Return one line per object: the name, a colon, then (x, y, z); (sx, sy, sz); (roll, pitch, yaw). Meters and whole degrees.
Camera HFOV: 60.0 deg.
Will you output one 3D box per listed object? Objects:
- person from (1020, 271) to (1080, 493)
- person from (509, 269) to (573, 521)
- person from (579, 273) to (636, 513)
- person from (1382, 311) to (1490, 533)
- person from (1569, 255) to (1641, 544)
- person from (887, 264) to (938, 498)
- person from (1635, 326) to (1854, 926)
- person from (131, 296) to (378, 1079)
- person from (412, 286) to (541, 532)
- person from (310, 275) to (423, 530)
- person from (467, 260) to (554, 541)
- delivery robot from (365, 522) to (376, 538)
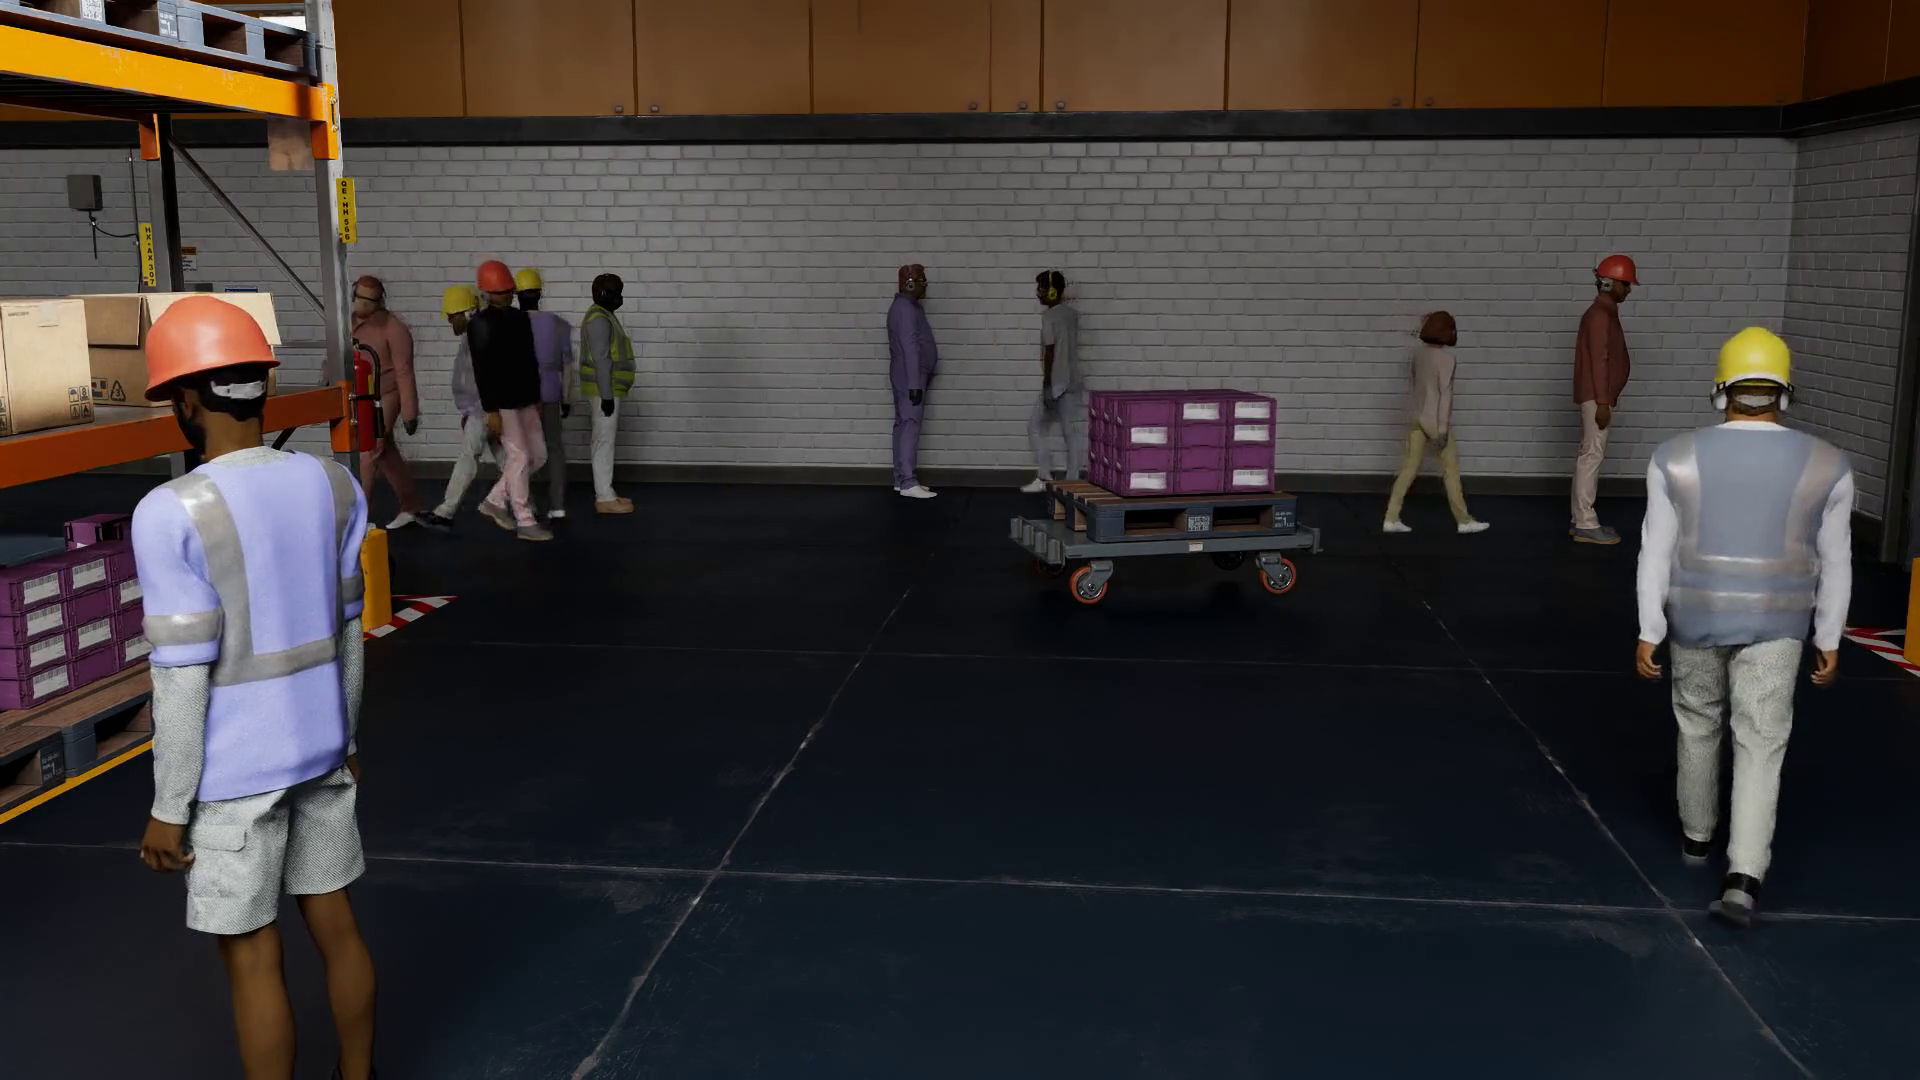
person: (0.772, -1.282, 13.714); (0.611, 1.848, 0.603); (9, 13, 40)
person: (-3.242, -1.107, 12.634); (0.602, 1.868, 1.000); (-5, 11, -25)
person: (-2.722, -1.134, 12.887); (0.430, 1.841, 0.624); (-2, 10, -10)
person: (3.397, -0.829, 11.845); (0.778, 1.591, 0.520); (-3, 10, -18)
person: (4.462, -0.974, 11.551); (0.393, 1.985, 0.611); (3, 10, 18)
person: (-0.386, -1.302, 13.654); (0.407, 1.908, 0.641); (-2, 10, -9)
person: (2.407, 0.245, 5.132); (0.601, 1.798, 0.909); (4, 11, 24)
person: (-1.495, 0.458, 3.514); (0.374, 1.928, 0.542); (4, 11, 24)
person: (-3.467, -0.923, 11.883); (0.917, 1.759, 0.602); (-2, 10, -11)
person: (-4.137, -0.932, 11.715); (0.655, 1.852, 0.973); (6, 12, 32)
person: (-3.144, -0.956, 11.558); (0.581, 1.954, 0.664); (3, 10, 19)
delivery robot: (-3.688, 0.044, 9.540); (0.477, 0.478, 0.707); (4, 11, 21)
